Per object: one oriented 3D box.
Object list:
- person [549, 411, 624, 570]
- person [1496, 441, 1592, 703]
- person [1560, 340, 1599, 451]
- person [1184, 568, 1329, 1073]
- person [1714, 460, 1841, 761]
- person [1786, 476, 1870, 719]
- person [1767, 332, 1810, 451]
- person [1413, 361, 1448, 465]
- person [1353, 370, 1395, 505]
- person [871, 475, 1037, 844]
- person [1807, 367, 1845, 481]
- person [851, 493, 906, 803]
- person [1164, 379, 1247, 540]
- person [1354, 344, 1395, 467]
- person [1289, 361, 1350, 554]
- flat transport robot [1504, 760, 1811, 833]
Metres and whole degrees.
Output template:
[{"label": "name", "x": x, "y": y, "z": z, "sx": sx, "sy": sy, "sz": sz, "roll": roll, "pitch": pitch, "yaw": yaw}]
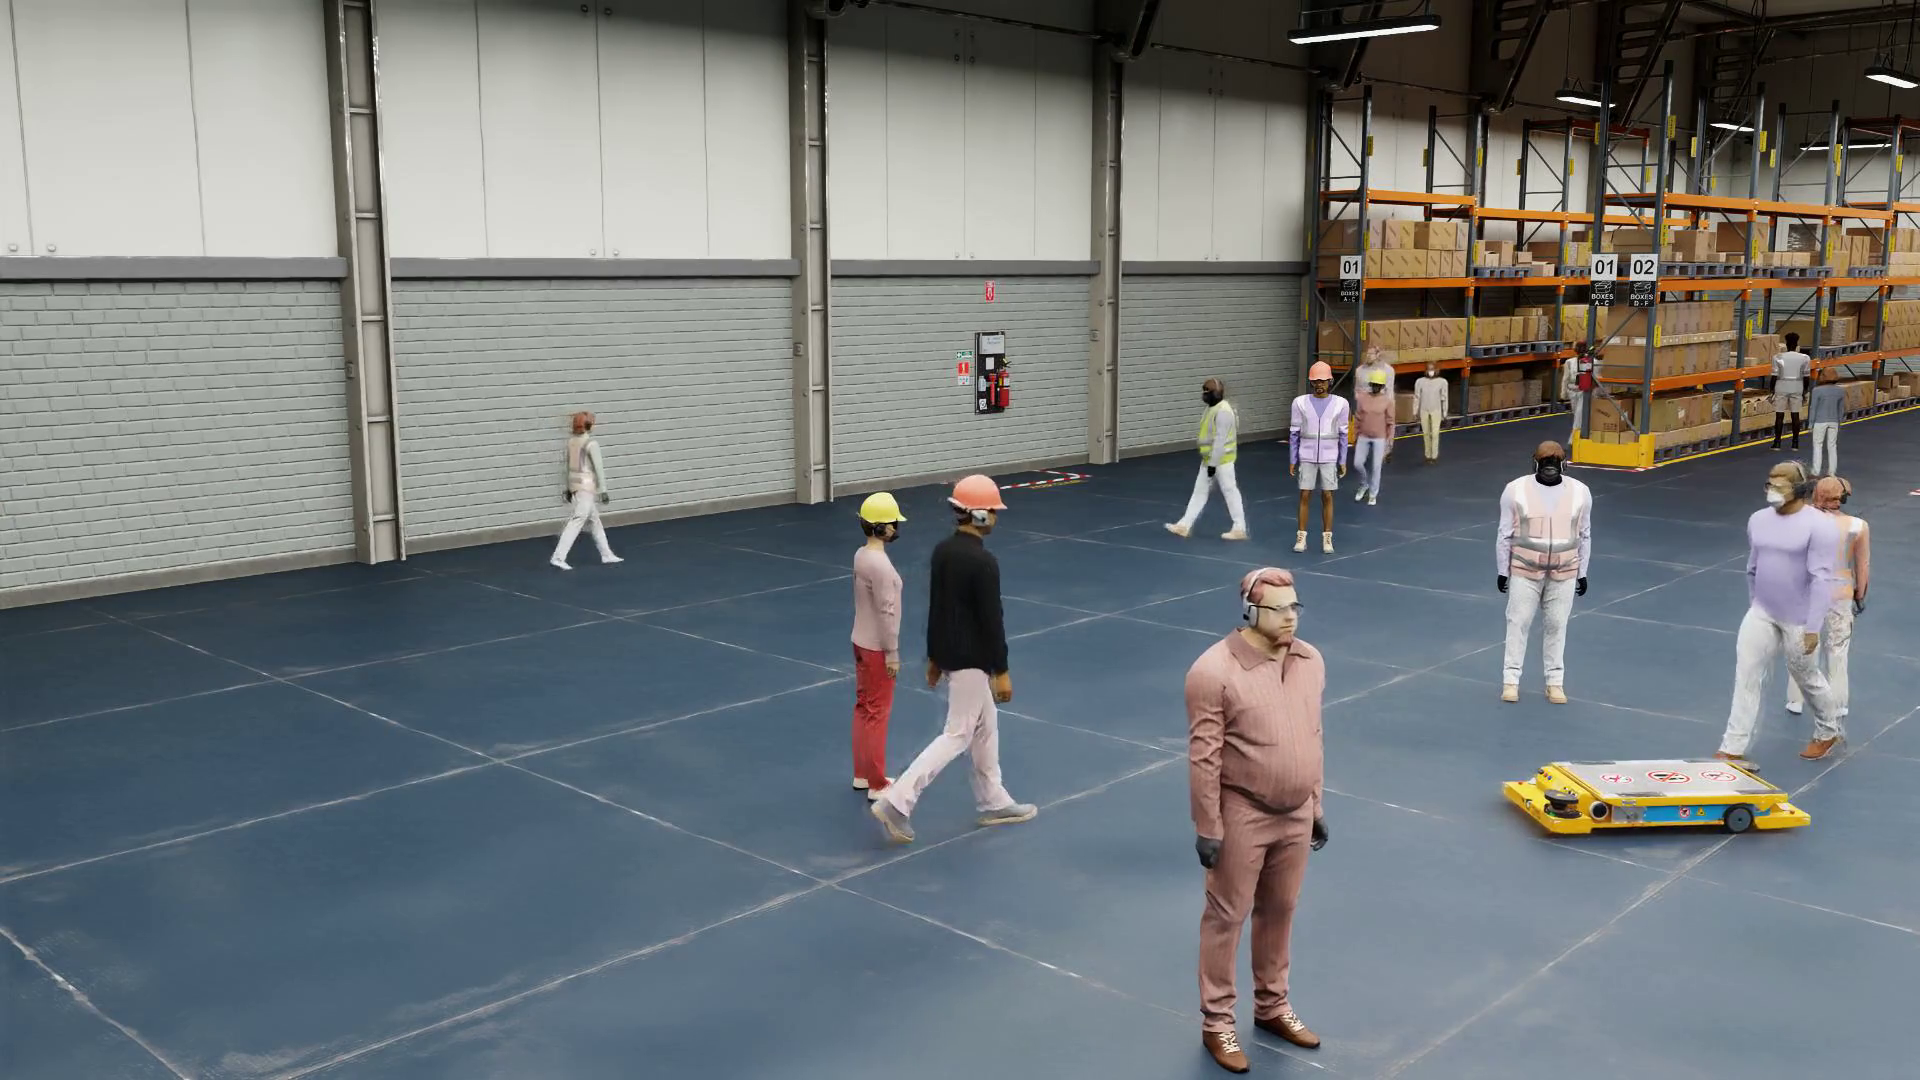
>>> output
[{"label": "person", "x": -3.801, "y": -0.497, "z": 16.769, "sx": 0.879, "sy": 1.602, "sz": 0.522, "roll": -8, "pitch": 12, "yaw": -40}, {"label": "person", "x": 4.061, "y": 0.226, "z": 11.585, "sx": 0.634, "sy": 1.841, "sz": 0.429, "roll": 2, "pitch": 9, "yaw": 9}, {"label": "person", "x": 10.332, "y": -2.419, "z": 27.716, "sx": 0.992, "sy": 1.839, "sz": 0.584, "roll": -9, "pitch": 13, "yaw": -43}, {"label": "person", "x": 1.162, "y": 1.057, "z": 6.368, "sx": 0.654, "sy": 1.918, "sz": 0.414, "roll": -6, "pitch": 11, "yaw": -31}, {"label": "person", "x": 5.024, "y": 0.455, "z": 10.055, "sx": 1.001, "sy": 1.898, "sz": 0.646, "roll": -4, "pitch": 10, "yaw": -25}, {"label": "person", "x": 5.827, "y": 0.387, "z": 11.225, "sx": 0.523, "sy": 1.636, "sz": 0.310, "roll": 5, "pitch": 10, "yaw": 27}, {"label": "person", "x": 13.714, "y": -2.453, "z": 27.531, "sx": 0.614, "sy": 1.962, "sz": 0.362, "roll": 2, "pitch": 10, "yaw": 14}, {"label": "person", "x": 7.176, "y": -1.928, "z": 25.442, "sx": 0.503, "sy": 1.596, "sz": 0.813, "roll": 5, "pitch": 11, "yaw": 28}, {"label": "person", "x": 5.282, "y": -1.301, "z": 21.198, "sx": 0.543, "sy": 1.736, "sz": 0.486, "roll": 5, "pitch": 11, "yaw": 28}, {"label": "person", "x": -0.035, "y": 0.632, "z": 8.810, "sx": 0.963, "sy": 1.960, "sz": 0.641, "roll": -4, "pitch": 10, "yaw": -24}, {"label": "person", "x": 12.322, "y": -1.649, "z": 23.674, "sx": 0.493, "sy": 1.624, "sz": 0.280, "roll": -1, "pitch": 9, "yaw": -6}, {"label": "person", "x": -0.457, "y": 0.608, "z": 9.487, "sx": 0.312, "sy": 1.768, "sz": 0.522, "roll": -3, "pitch": 10, "yaw": -20}, {"label": "person", "x": 2.777, "y": -0.886, "z": 18.500, "sx": 0.946, "sy": 1.790, "sz": 0.650, "roll": -1, "pitch": 9, "yaw": -7}, {"label": "person", "x": 6.324, "y": -2.050, "z": 25.358, "sx": 0.637, "sy": 1.877, "sz": 0.905, "roll": 6, "pitch": 11, "yaw": 32}, {"label": "person", "x": 3.801, "y": -0.869, "z": 17.642, "sx": 0.614, "sy": 2.042, "sz": 0.373, "roll": 2, "pitch": 10, "yaw": 13}, {"label": "flat transport robot", "x": 3.831, "y": 1.403, "z": 9.181, "sx": 1.431, "sy": 0.197, "sz": 0.652, "roll": -1, "pitch": 9, "yaw": -4}]
